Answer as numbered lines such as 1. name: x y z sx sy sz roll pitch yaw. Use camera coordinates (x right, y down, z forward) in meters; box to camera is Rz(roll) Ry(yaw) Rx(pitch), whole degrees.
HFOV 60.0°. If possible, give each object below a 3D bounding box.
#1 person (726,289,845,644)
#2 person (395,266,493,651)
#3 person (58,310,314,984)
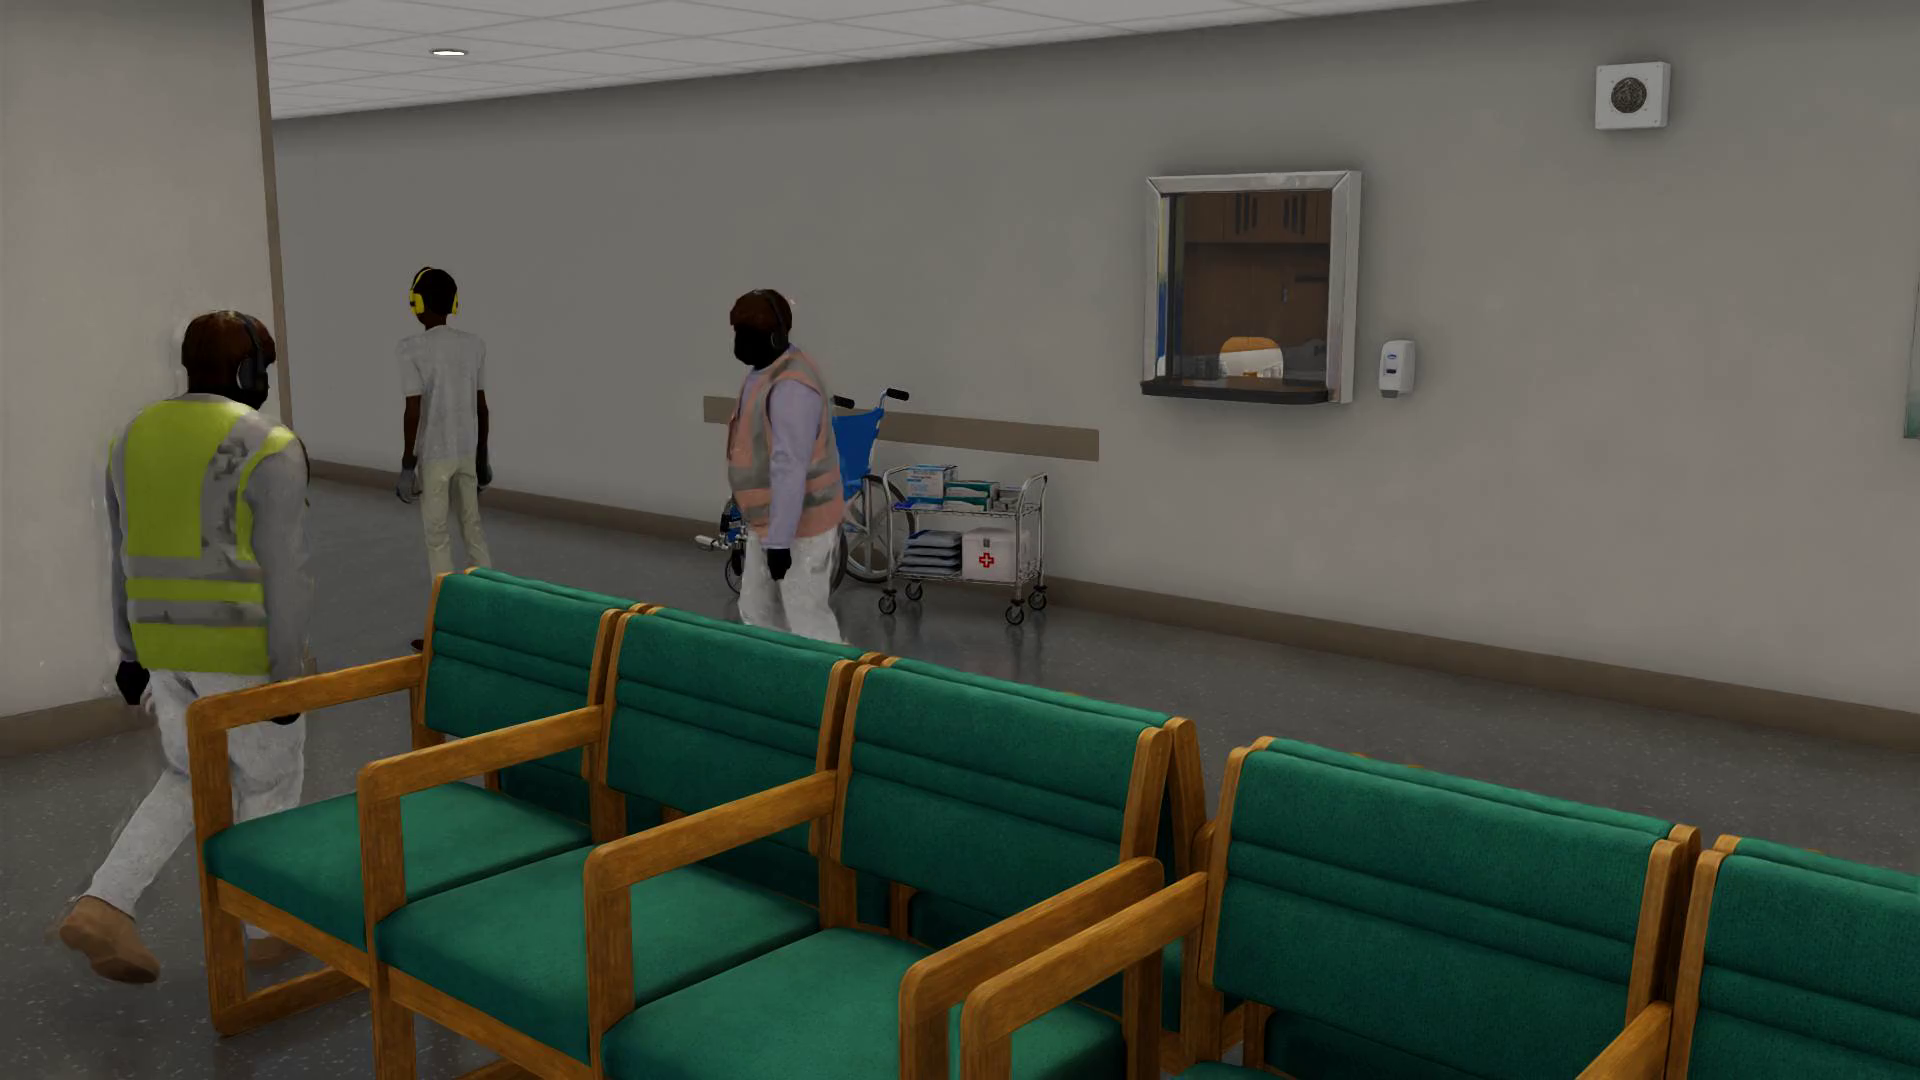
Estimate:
1. person: -0.639 -0.064 6.456 0.537 1.804 0.645 -4 11 -20
2. person: -2.498 -0.380 8.067 0.308 1.869 0.531 7 12 36
3. person: -2.017 0.309 4.362 0.637 1.811 0.660 4 11 22
